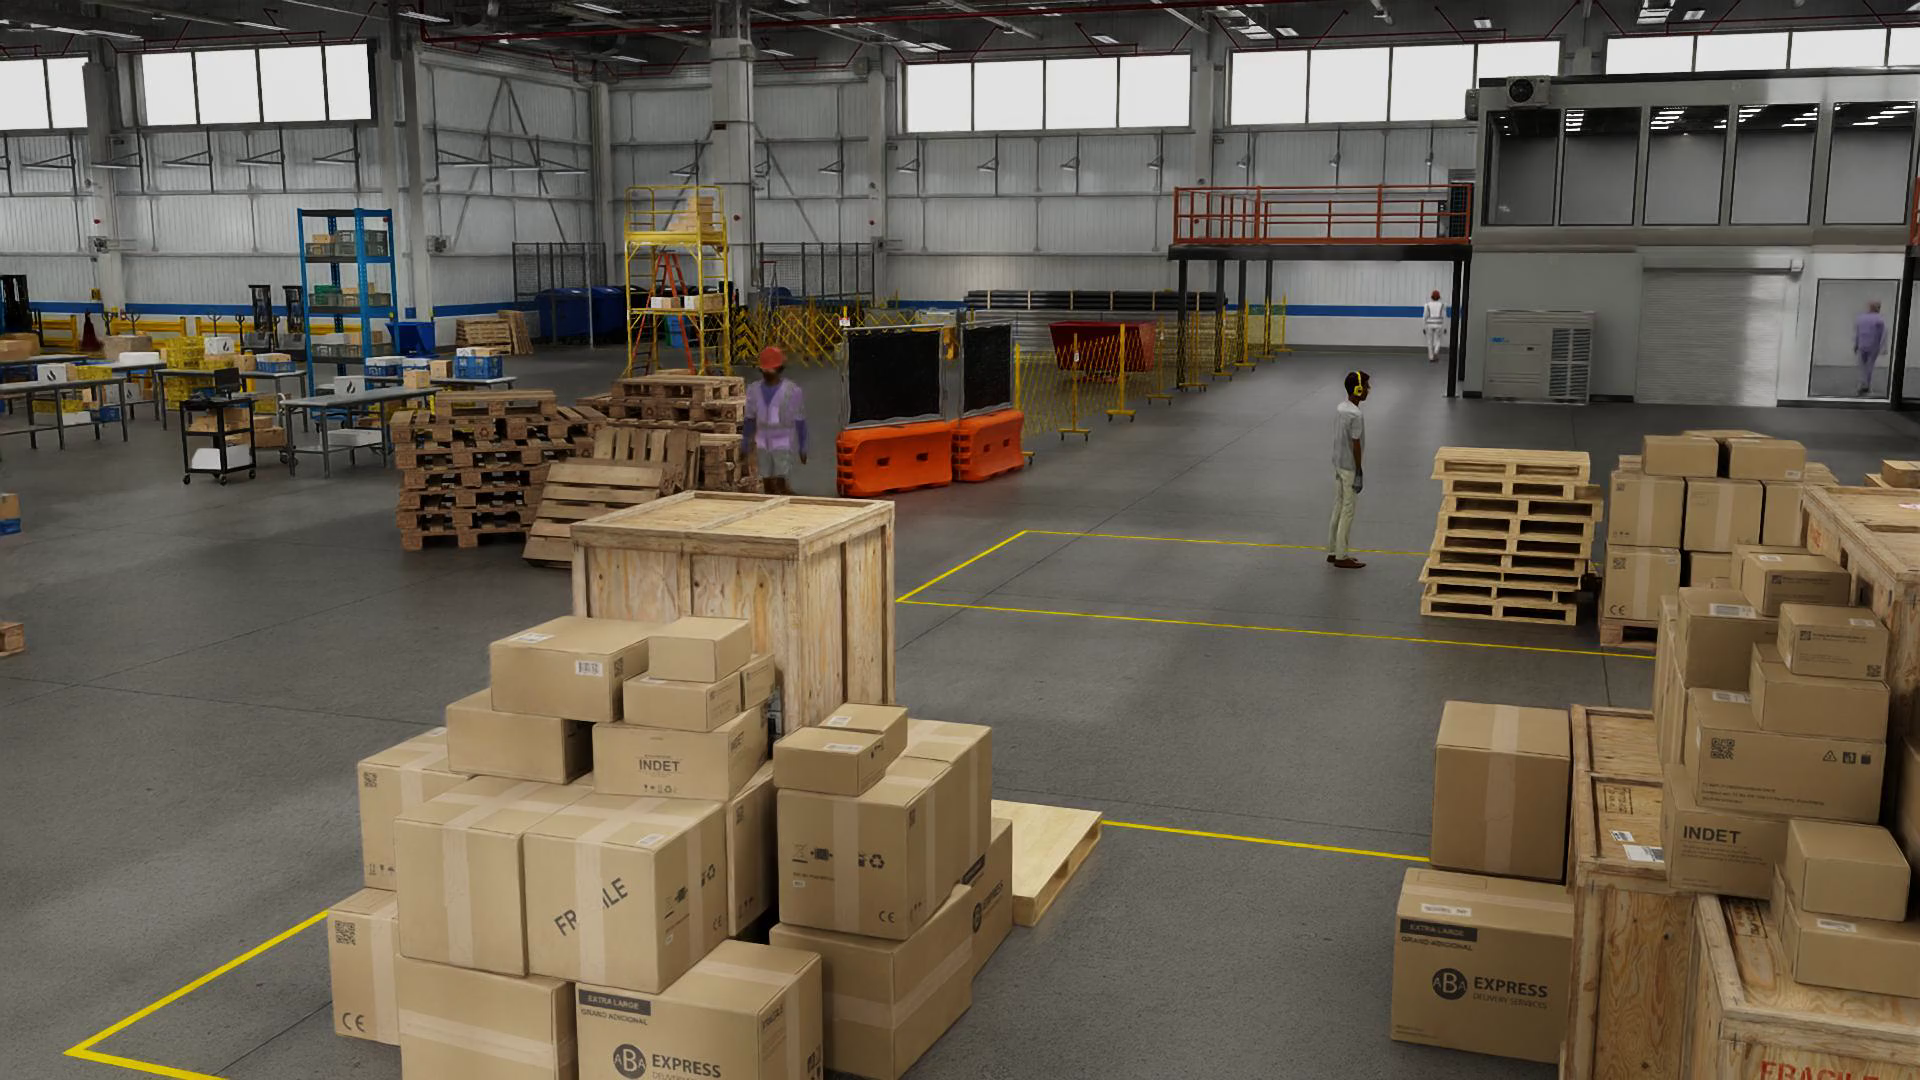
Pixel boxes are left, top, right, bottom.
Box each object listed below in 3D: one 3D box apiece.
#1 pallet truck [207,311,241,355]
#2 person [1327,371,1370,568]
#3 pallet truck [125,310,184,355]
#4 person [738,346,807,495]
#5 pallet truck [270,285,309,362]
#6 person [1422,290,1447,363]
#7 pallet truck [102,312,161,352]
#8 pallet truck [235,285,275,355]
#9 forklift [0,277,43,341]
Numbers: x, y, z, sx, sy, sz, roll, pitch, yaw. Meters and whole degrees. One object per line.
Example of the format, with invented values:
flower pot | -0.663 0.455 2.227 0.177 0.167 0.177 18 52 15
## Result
pallet truck | -19.537 -5.575 44.913 0.653 1.274 1.630 3 11 19
person | 3.674 -0.659 15.679 0.328 1.861 0.501 -2 10 -10
pallet truck | -22.038 -5.665 45.457 0.704 1.261 1.522 3 11 17
person | -1.891 -0.954 16.860 0.624 2.021 0.480 4 11 21
pallet truck | -17.147 -5.700 43.663 0.823 1.965 1.885 3 11 17
person | 12.254 -5.506 42.942 0.606 1.859 0.774 3 11 18
pallet truck | -23.057 -5.777 46.261 0.680 1.201 1.601 3 11 19
pallet truck | -18.327 -5.835 44.421 0.823 1.965 1.885 4 11 23
forklift | -27.151 -6.329 46.328 1.157 1.987 2.680 3 11 17
